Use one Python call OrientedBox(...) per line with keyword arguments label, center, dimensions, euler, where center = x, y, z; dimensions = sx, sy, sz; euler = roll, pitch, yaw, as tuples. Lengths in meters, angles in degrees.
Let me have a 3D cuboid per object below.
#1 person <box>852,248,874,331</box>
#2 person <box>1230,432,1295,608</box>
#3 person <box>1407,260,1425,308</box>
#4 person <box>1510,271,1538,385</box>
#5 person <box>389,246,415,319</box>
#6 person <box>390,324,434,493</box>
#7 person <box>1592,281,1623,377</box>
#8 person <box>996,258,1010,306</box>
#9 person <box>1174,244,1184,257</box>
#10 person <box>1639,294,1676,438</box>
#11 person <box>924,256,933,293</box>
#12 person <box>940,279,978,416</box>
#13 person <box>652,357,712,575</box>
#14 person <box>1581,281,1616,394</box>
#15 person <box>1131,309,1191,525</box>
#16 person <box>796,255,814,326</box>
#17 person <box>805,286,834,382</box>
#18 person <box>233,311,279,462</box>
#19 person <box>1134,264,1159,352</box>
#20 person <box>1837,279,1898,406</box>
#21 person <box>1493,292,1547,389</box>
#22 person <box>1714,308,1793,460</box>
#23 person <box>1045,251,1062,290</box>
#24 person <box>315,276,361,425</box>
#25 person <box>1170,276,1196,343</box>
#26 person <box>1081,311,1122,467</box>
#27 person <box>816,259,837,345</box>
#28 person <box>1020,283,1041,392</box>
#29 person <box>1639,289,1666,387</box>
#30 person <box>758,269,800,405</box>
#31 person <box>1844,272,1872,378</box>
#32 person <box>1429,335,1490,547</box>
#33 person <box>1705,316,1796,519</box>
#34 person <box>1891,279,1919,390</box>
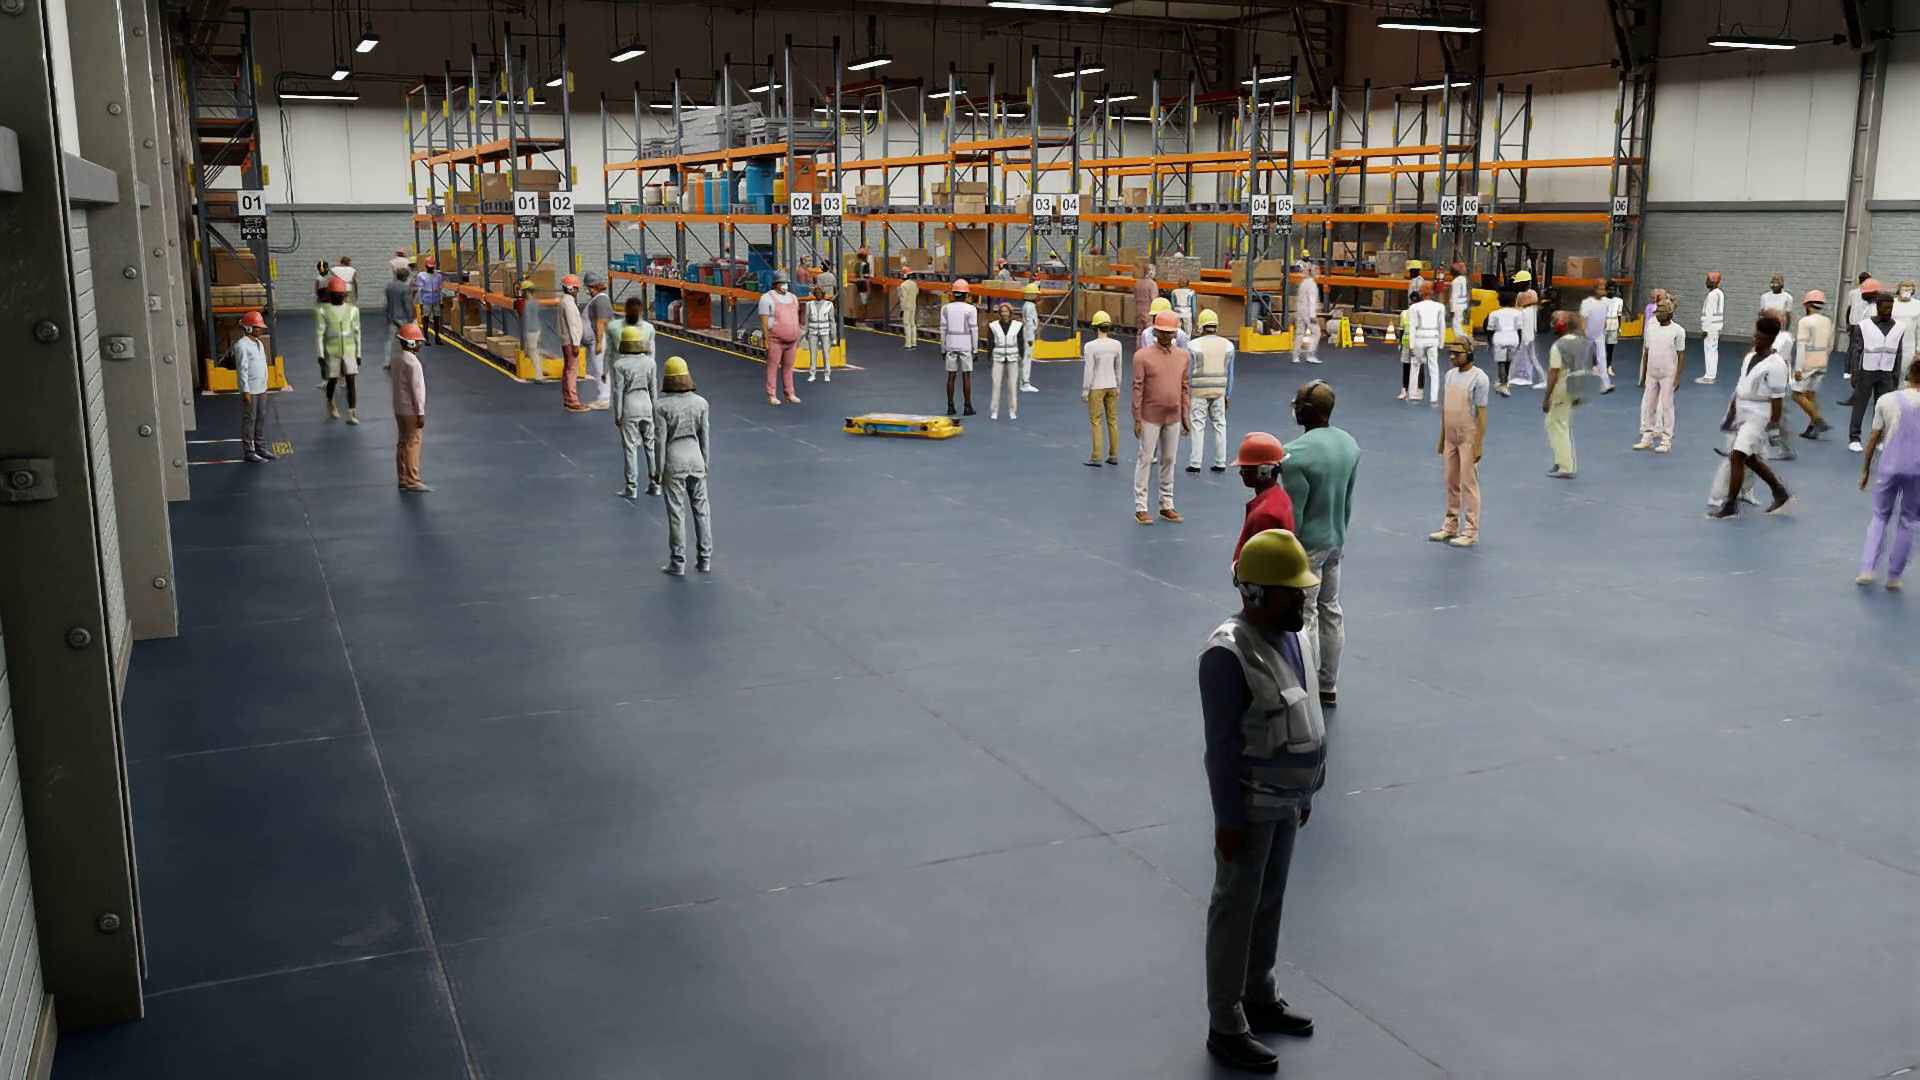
OrientedBox(label="person", center=(-2.393, -6.090, 40.570), dimensions=(0.388, 2.009, 0.670), euler=(-7, 13, -31))
OrientedBox(label="person", center=(1.576, 0.300, 8.763), dimensions=(0.349, 1.743, 0.571), euler=(3, 12, 15))
OrientedBox(label="person", center=(9.217, -4.701, 33.710), dimensions=(0.380, 1.928, 0.586), euler=(0, 11, 1))
OrientedBox(label="person", center=(9.476, -3.564, 27.986), dimensions=(0.402, 1.912, 0.590), euler=(-1, 11, -6))
OrientedBox(label="person", center=(-15.113, -6.957, 45.015), dimensions=(0.617, 1.993, 0.400), euler=(-2, 11, -10))
OrientedBox(label="person", center=(-5.674, -1.366, 17.243), dimensions=(0.357, 1.744, 0.557), euler=(-10, 15, -41))
OrientedBox(label="person", center=(11.417, -3.726, 29.353), dimensions=(0.532, 1.693, 0.319), euler=(-1, 11, -3))
OrientedBox(label="person", center=(1.058, -6.229, 41.952), dimensions=(0.349, 1.743, 0.558), euler=(5, 12, 23))
OrientedBox(label="person", center=(6.865, -8.272, 51.911), dimensions=(0.409, 1.909, 0.641), euler=(-2, 11, -8))
OrientedBox(label="person", center=(8.988, -2.229, 21.354), dimensions=(0.331, 1.844, 0.520), euler=(-2, 11, -11))
OrientedBox(label="person", center=(-0.916, -7.473, 48.546), dimensions=(0.279, 1.633, 0.497), euler=(-6, 13, -27))
OrientedBox(label="person", center=(0.000, -2.741, 23.726), dimensions=(0.552, 1.935, 0.368), euler=(4, 12, 18))
OrientedBox(label="person", center=(-2.234, -0.592, 13.308), dimensions=(0.486, 1.740, 0.313), euler=(-8, 13, -34))
OrientedBox(label="person", center=(10.150, -3.230, 26.566), dimensions=(0.517, 1.790, 0.969), euler=(-1, 11, -7))
OrientedBox(label="person", center=(1.879, -1.142, 15.460), dimensions=(0.613, 1.991, 0.391), euler=(-5, 12, -23))
OrientedBox(label="person", center=(-3.579, -5.648, 38.575), dimensions=(0.408, 1.906, 0.654), euler=(-1, 11, -3))
OrientedBox(label="person", center=(-2.403, -3.529, 28.485), dimensions=(0.514, 1.642, 0.310), euler=(1, 11, 6))
OrientedBox(label="person", center=(-8.177, -1.776, 19.316), dimensions=(0.351, 1.743, 0.563), euler=(1, 11, 3))
OrientedBox(label="person", center=(3.596, -4.301, 31.736), dimensions=(0.402, 1.904, 0.652), euler=(-6, 13, -28))
OrientedBox(label="person", center=(13.592, -2.919, 24.712), dimensions=(0.747, 1.910, 0.572), euler=(6, 12, 27))
OrientedBox(label="person", center=(9.303, -3.277, 27.345), dimensions=(0.840, 1.588, 0.484), euler=(8, 14, 36))
OrientedBox(label="person", center=(9.322, -1.786, 19.266), dimensions=(1.009, 1.778, 0.582), euler=(-3, 11, -13))
OrientedBox(label="person", center=(2.766, -7.684, 49.283), dimensions=(0.523, 1.769, 0.309), euler=(3, 12, 16))
OrientedBox(label="person", center=(-8.535, -2.610, 22.854), dimensions=(0.614, 2.018, 0.919), euler=(-7, 13, -32))
OrientedBox(label="person", center=(4.410, -4.391, 32.876), dimensions=(0.521, 1.636, 0.311), euler=(5, 12, 24))
OrientedBox(label="person", center=(1.605, -1.720, 18.976), dimensions=(0.533, 1.767, 0.326), euler=(-7, 13, -32))
OrientedBox(label="person", center=(-2.931, -5.198, 36.384), dimensions=(0.519, 1.873, 0.335), euler=(-8, 14, -36))
OrientedBox(label="person", center=(1.141, -3.283, 26.974), dimensions=(0.319, 1.743, 0.488), euler=(0, 11, -1))
OrientedBox(label="person", center=(11.456, -3.330, 27.478), dimensions=(0.311, 1.638, 0.523), euler=(-1, 11, -4))
OrientedBox(label="person", center=(-2.667, -3.068, 25.122), dimensions=(0.681, 2.000, 0.538), euler=(-10, 15, -43))
OrientedBox(label="person", center=(15.652, -3.720, 28.906), dimensions=(0.335, 1.860, 0.508), euler=(-7, 13, -31))
OrientedBox(label="person", center=(4.354, -0.863, 14.446), dimensions=(0.339, 1.838, 0.507), euler=(-5, 12, -24))
OrientedBox(label="person", center=(7.532, -1.149, 15.687), dimensions=(0.870, 1.925, 0.612), euler=(0, 11, 2))
OrientedBox(label="person", center=(13.505, -2.774, 23.912), dimensions=(0.628, 1.933, 0.368), euler=(4, 12, 19))
